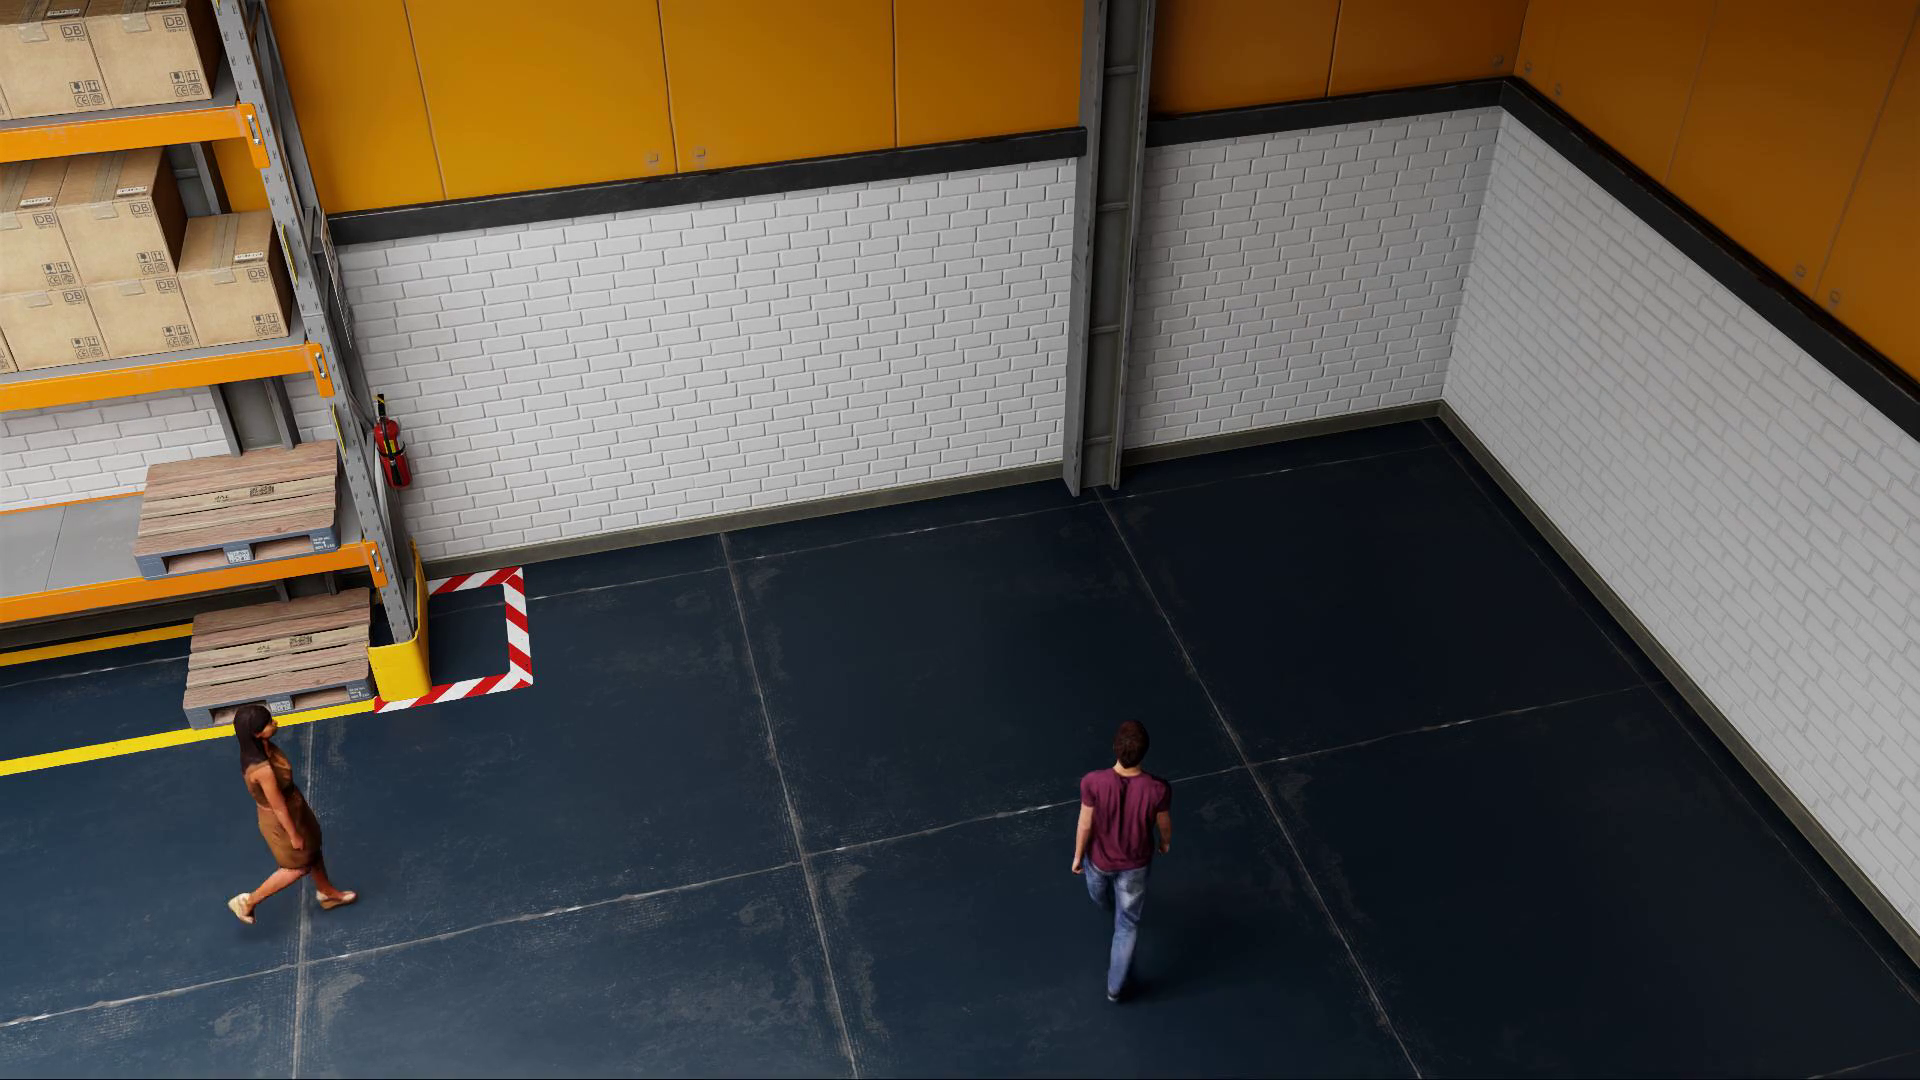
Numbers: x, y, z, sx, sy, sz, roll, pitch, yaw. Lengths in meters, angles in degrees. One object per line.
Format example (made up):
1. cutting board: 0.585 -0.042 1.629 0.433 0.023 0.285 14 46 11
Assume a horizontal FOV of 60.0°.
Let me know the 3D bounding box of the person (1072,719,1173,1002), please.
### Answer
1. person: 0.883 1.800 9.181 1.197 1.800 1.069 6 39 8

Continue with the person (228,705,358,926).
1. person: -3.933 1.624 9.501 0.917 1.675 0.637 -14 41 -17
